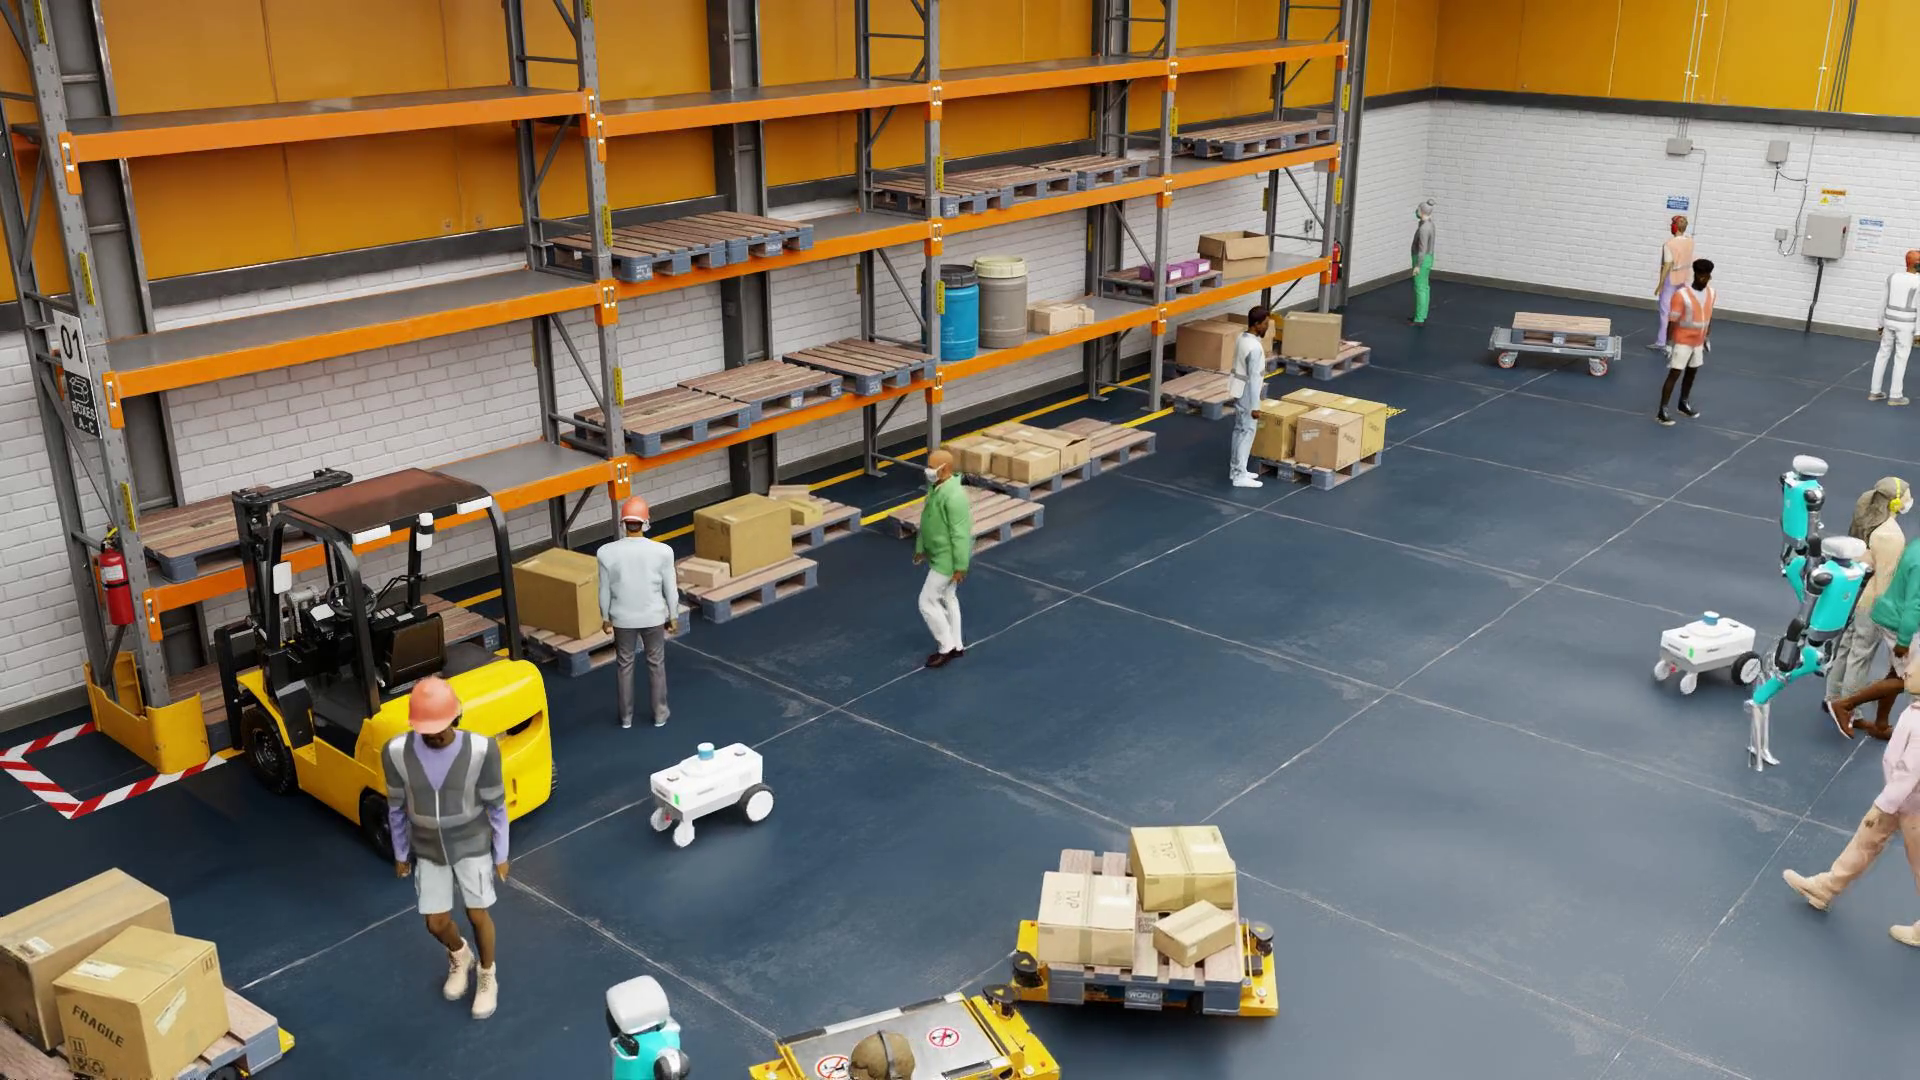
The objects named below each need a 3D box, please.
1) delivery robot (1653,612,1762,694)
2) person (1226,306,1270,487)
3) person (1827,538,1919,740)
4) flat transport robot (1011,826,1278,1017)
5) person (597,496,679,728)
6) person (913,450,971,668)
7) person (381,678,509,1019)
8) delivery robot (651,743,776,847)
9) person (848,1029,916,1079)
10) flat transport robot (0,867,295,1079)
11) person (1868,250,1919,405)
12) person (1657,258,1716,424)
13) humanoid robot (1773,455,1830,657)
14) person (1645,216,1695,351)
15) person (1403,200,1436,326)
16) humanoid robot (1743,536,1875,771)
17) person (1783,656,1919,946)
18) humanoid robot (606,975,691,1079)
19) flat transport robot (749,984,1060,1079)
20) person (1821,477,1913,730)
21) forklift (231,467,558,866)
[{"bbox_3d":[5.787,0.849,12.856,0.786,0.608,0.499,-9,22,-23],"label":"delivery robot"},{"bbox_3d":[2.980,-1.484,17.213,0.414,1.906,0.601,-1,20,-4],"label":"person"},{"bbox_3d":[6.589,0.601,11.687,0.569,1.825,0.509,9,22,22],"label":"person"},{"bbox_3d":[1.024,2.332,9.232,1.431,0.231,0.659,2,20,7],"label":"flat transport robot"},{"bbox_3d":[-2.315,0.523,12.007,0.572,1.740,0.344,-3,21,-9],"label":"person"},{"bbox_3d":[-0.170,0.144,12.998,0.507,1.763,0.546,-5,21,-13],"label":"person"},{"bbox_3d":[-2.662,1.596,8.720,0.626,2.009,0.602,-1,20,-2],"label":"person"},{"bbox_3d":[-1.619,1.610,10.801,0.815,0.611,0.499,-17,26,-39],"label":"delivery robot"},{"bbox_3d":[-0.165,2.615,6.116,0.932,1.904,0.629,-5,21,-14],"label":"person"},{"bbox_3d":[-4.138,2.693,8.255,0.659,0.231,1.431,14,24,33],"label":"flat transport robot"},{"bbox_3d":[11.439,-2.588,20.236,0.353,1.881,0.574,-10,22,-24],"label":"person"},{"bbox_3d":[8.551,-2.342,19.504,0.637,1.947,0.450,-8,22,-21],"label":"person"},{"bbox_3d":[6.710,0.213,12.909,0.815,1.790,0.533,0,20,1],"label":"humanoid robot"},{"bbox_3d":[9.769,-3.508,22.780,0.569,1.843,0.374,-12,23,-30],"label":"person"},{"bbox_3d":[6.730,-4.047,24.250,0.338,1.838,0.513,11,23,27],"label":"person"},{"bbox_3d":[5.678,0.772,11.402,0.560,1.822,0.773,-9,22,-23],"label":"humanoid robot"},{"bbox_3d":[5.306,1.459,9.469,0.916,1.734,0.541,9,22,24],"label":"person"},{"bbox_3d":[-1.410,2.581,6.459,0.974,1.749,0.544,-14,25,-34],"label":"humanoid robot"},{"bbox_3d":[-0.281,2.649,8.374,1.431,0.231,0.659,-9,22,-22],"label":"flat transport robot"},{"bbox_3d":[6.554,0.446,12.026,0.405,1.877,0.549,2,20,4],"label":"person"},{"bbox_3d":[-3.730,0.710,10.856,2.313,2.155,1.214,17,26,38],"label":"forklift"}]
